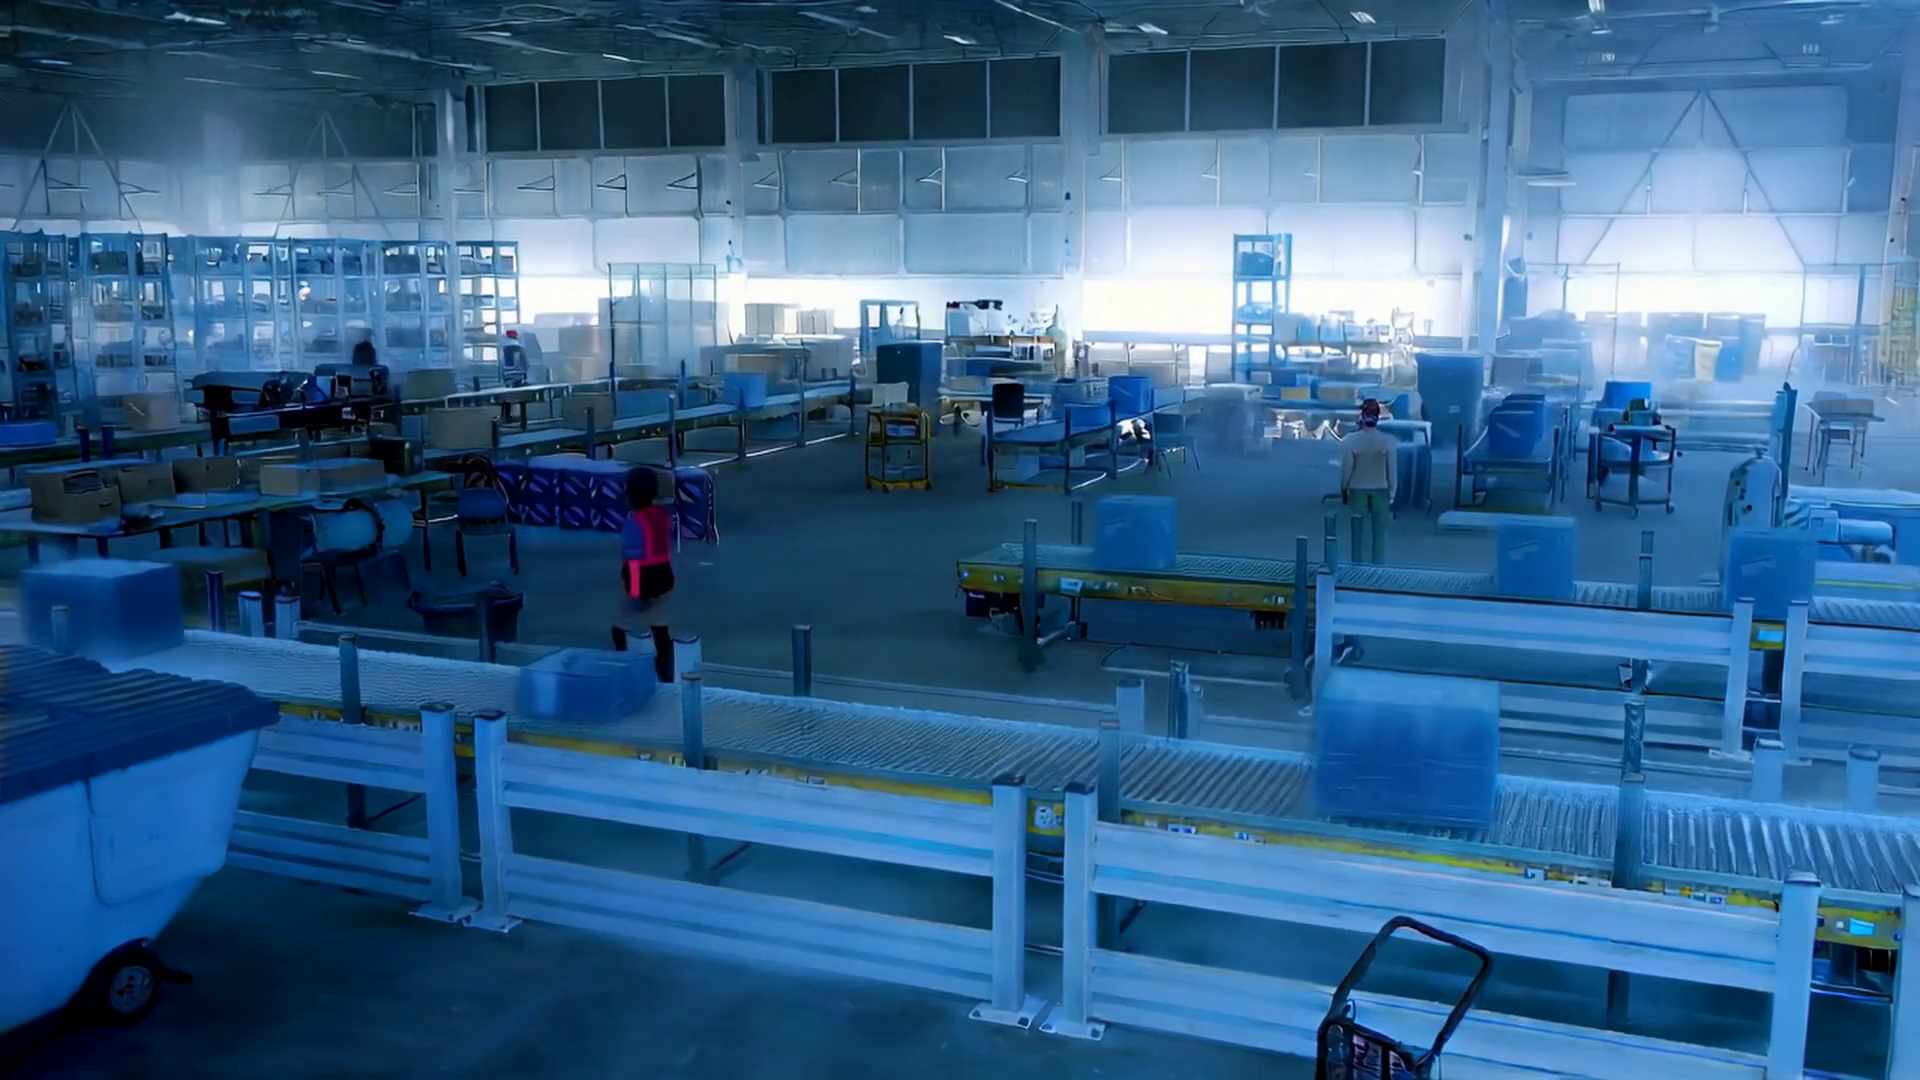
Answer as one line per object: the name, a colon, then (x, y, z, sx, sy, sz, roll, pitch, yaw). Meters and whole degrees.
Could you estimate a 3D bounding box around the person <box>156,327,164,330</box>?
person: (-17.971, -4.045, 37.445, 0.569, 1.831, 0.411, -6, 11, -33)

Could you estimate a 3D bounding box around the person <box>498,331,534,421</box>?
person: (-8.634, -3.160, 32.233, 0.601, 1.788, 0.941, 4, 10, 22)

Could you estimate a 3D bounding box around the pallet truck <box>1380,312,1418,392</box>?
pallet truck: (10.207, -4.283, 38.369, 0.823, 1.965, 1.885, 3, 10, 20)

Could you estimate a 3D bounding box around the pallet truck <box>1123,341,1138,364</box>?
pallet truck: (4.445, -4.380, 41.279, 0.680, 1.201, 1.601, 4, 10, 22)

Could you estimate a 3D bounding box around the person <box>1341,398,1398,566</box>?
person: (3.933, -0.479, 16.010, 0.525, 1.772, 0.305, 2, 10, 14)

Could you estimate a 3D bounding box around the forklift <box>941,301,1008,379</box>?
forklift: (0.365, -4.966, 41.571, 1.157, 1.987, 2.680, 3, 10, 20)

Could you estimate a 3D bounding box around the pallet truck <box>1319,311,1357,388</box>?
pallet truck: (9.071, -4.419, 39.190, 0.823, 1.965, 1.885, 5, 10, 26)

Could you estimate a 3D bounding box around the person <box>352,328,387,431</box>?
person: (-10.859, -2.959, 30.662, 0.687, 1.885, 0.575, 6, 11, 34)

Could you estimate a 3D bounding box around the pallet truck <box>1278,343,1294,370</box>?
pallet truck: (7.886, -4.163, 39.743, 0.653, 1.274, 1.630, 4, 10, 22)

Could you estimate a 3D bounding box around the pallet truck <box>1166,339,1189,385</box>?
pallet truck: (5.418, -4.269, 40.420, 0.704, 1.261, 1.522, 3, 10, 20)

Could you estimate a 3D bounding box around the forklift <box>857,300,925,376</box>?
forklift: (-1.732, -5.109, 42.468, 1.157, 1.987, 2.680, 4, 10, 22)

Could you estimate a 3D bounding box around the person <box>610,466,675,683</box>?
person: (-2.184, 0.326, 11.382, 0.501, 1.674, 0.545, 4, 10, 23)
